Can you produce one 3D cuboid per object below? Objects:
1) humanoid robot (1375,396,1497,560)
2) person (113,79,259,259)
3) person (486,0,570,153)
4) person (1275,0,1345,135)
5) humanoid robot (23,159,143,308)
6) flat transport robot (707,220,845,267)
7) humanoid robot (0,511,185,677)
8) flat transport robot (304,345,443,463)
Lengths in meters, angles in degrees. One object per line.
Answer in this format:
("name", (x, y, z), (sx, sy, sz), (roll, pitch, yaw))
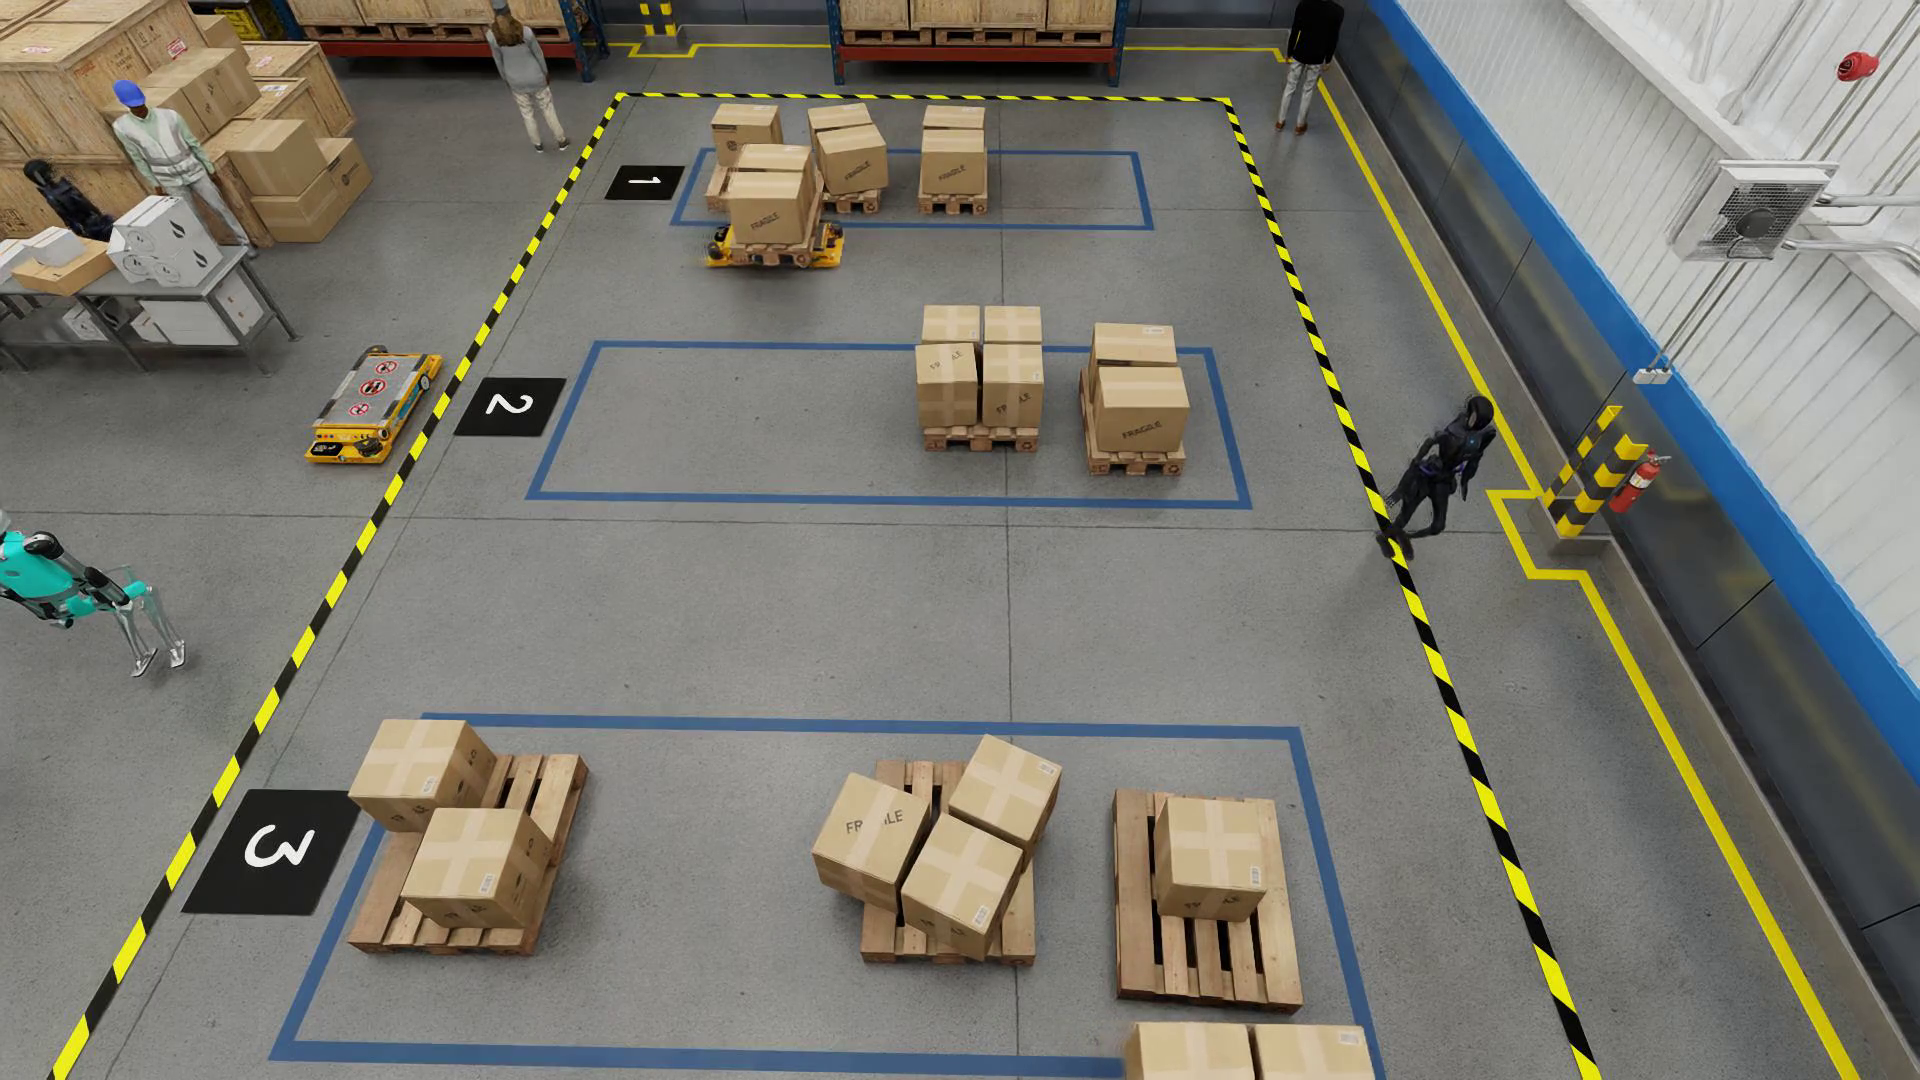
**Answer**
("humanoid robot", (3.522, -0.436, 6.813), (0.612, 1.639, 0.397), (-7, 50, -6))
("person", (-8.016, -3.758, 9.455), (0.607, 1.939, 0.413), (-29, 55, -22))
("person", (-5.268, -5.610, 11.132), (0.561, 1.765, 0.401), (-8, 50, -7))
("person", (4.344, -6.024, 11.407), (0.587, 1.884, 0.361), (21, 53, 17))
("humanoid robot", (-8.397, -3.018, 9.042), (0.600, 1.632, 0.808), (9, 50, 8))
("flat transport robot", (-2.022, -3.289, 10.132), (1.431, 0.197, 0.652), (1, 50, 1))
("humanoid robot", (-5.809, 0.265, 6.095), (0.533, 1.673, 0.735), (-12, 51, -10))
("flat transport robot", (-5.383, -1.269, 8.441), (0.659, 0.231, 1.431), (1, 50, 1))
